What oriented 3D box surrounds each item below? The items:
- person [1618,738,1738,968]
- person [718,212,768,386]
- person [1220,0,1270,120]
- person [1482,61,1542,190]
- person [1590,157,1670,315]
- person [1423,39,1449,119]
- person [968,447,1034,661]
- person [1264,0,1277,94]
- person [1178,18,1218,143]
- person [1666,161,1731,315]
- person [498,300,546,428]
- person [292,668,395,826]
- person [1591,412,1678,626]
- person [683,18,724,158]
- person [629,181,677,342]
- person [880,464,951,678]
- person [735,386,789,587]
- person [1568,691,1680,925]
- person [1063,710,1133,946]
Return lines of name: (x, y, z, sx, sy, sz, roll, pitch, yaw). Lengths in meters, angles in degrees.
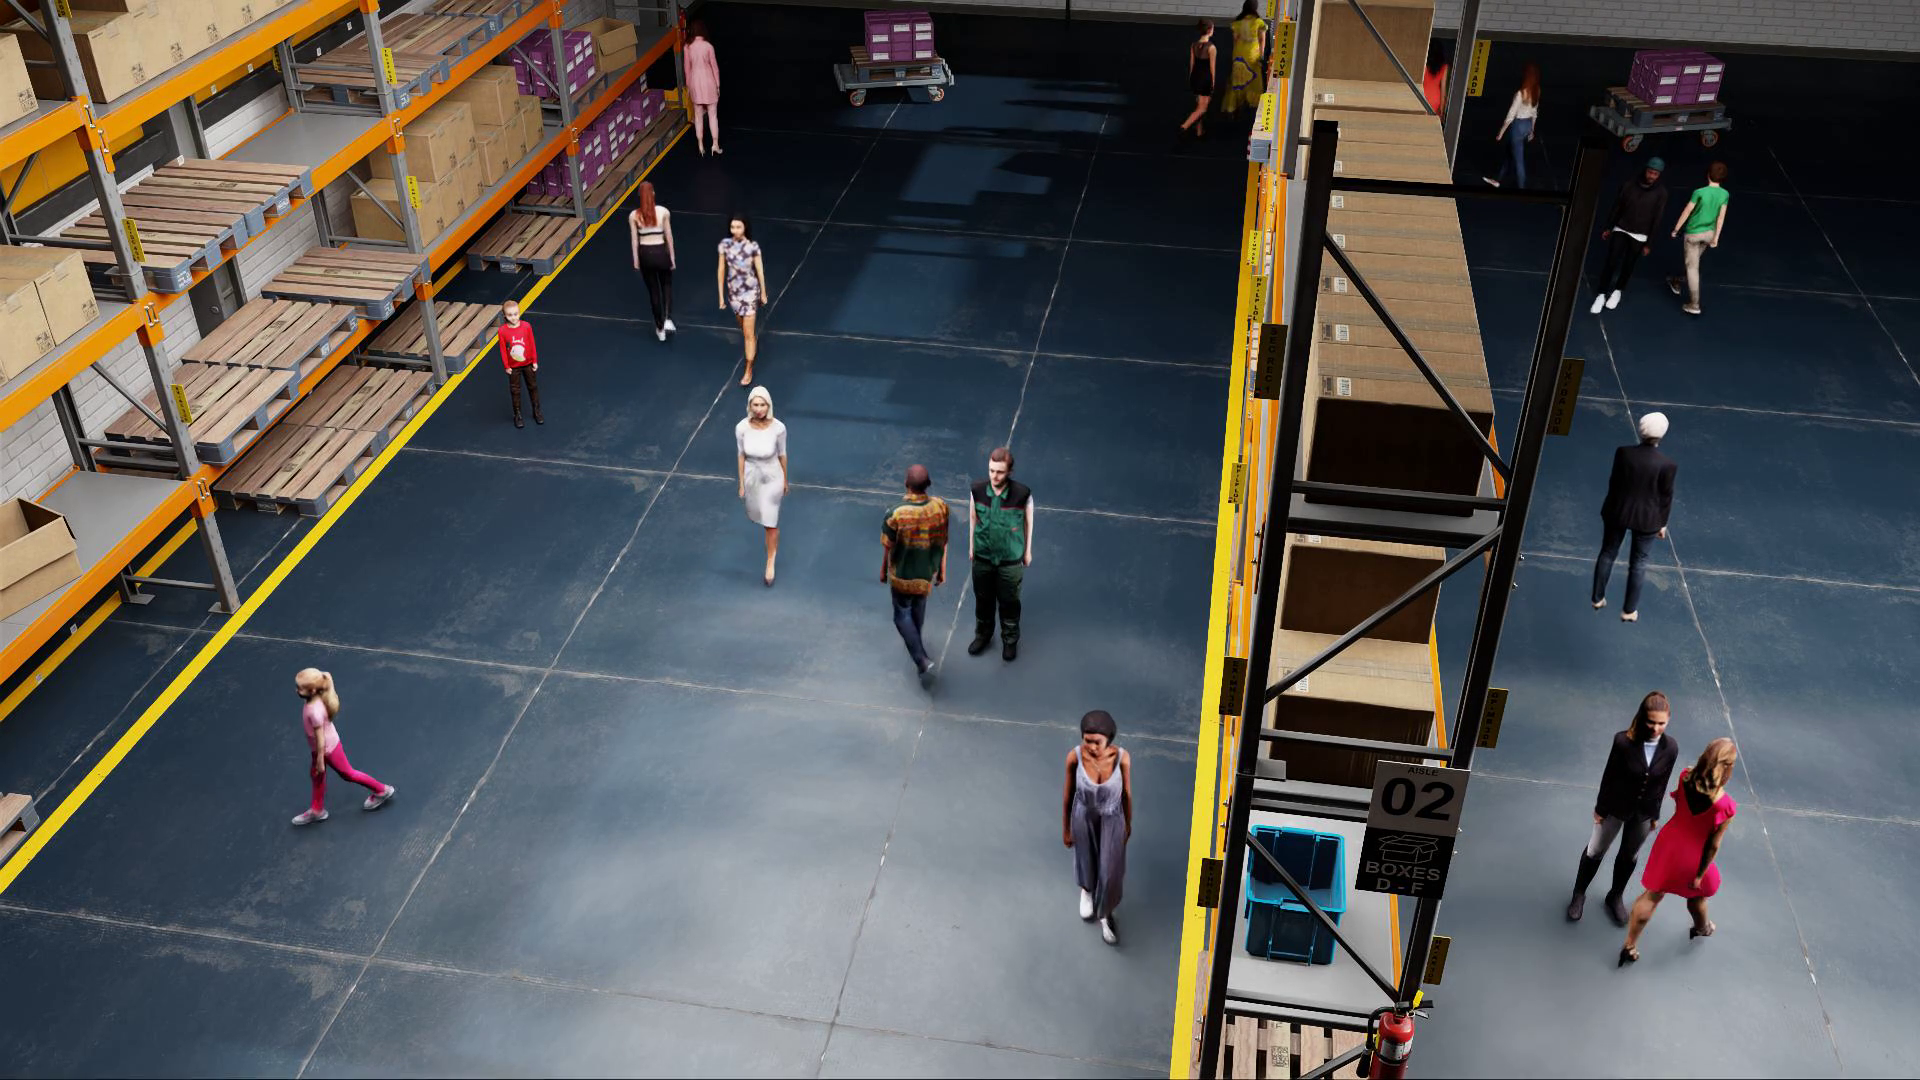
person: (4.308, 1.941, 10.063, 1.011, 1.688, 0.969, -19, 38, -26)
person: (-2.159, -2.494, 16.727, 0.632, 1.696, 1.111, 5, 34, 7)
person: (3.931, -6.609, 23.003, 0.846, 1.603, 1.407, 12, 35, 17)
person: (6.993, -5.018, 20.515, 0.968, 1.707, 0.998, -26, 41, -33)
person: (7.251, -3.323, 17.897, 0.880, 1.782, 0.935, 19, 38, 26)
person: (5.999, -5.524, 21.291, 0.875, 1.690, 1.050, -9, 35, -13)
person: (0.299, 0.095, 12.702, 0.656, 1.841, 0.579, 8, 34, 12)
person: (4.565, -7.132, 23.695, 0.800, 1.708, 0.696, 28, 43, 35)
person: (3.160, -6.070, 22.144, 1.032, 1.655, 0.935, -25, 41, -32)
person: (7.986, -3.226, 17.901, 0.812, 1.615, 1.166, -3, 34, -5)
person: (-4.205, -1.702, 15.910, 0.567, 1.282, 0.615, -16, 37, -22)
person: (-4.237, 1.384, 11.296, 0.889, 1.251, 0.904, -15, 37, -22)
person: (5.043, -0.163, 12.352, 0.814, 1.782, 0.743, 23, 40, 30)
person: (-3.374, -5.928, 21.798, 0.617, 1.801, 0.529, 4, 34, 5)
person: (-3.154, -2.845, 17.220, 0.701, 1.735, 0.755, -8, 34, -12)
person: (-0.332, 0.258, 12.506, 1.000, 1.786, 1.132, -14, 36, -20)
person: (-1.630, -0.510, 13.713, 0.673, 1.728, 1.034, 0, 34, 0)
person: (4.174, 1.689, 10.404, 0.558, 1.729, 0.551, 4, 34, 6)
person: (0.857, 1.698, 10.436, 0.613, 1.679, 0.755, 3, 34, 4)
